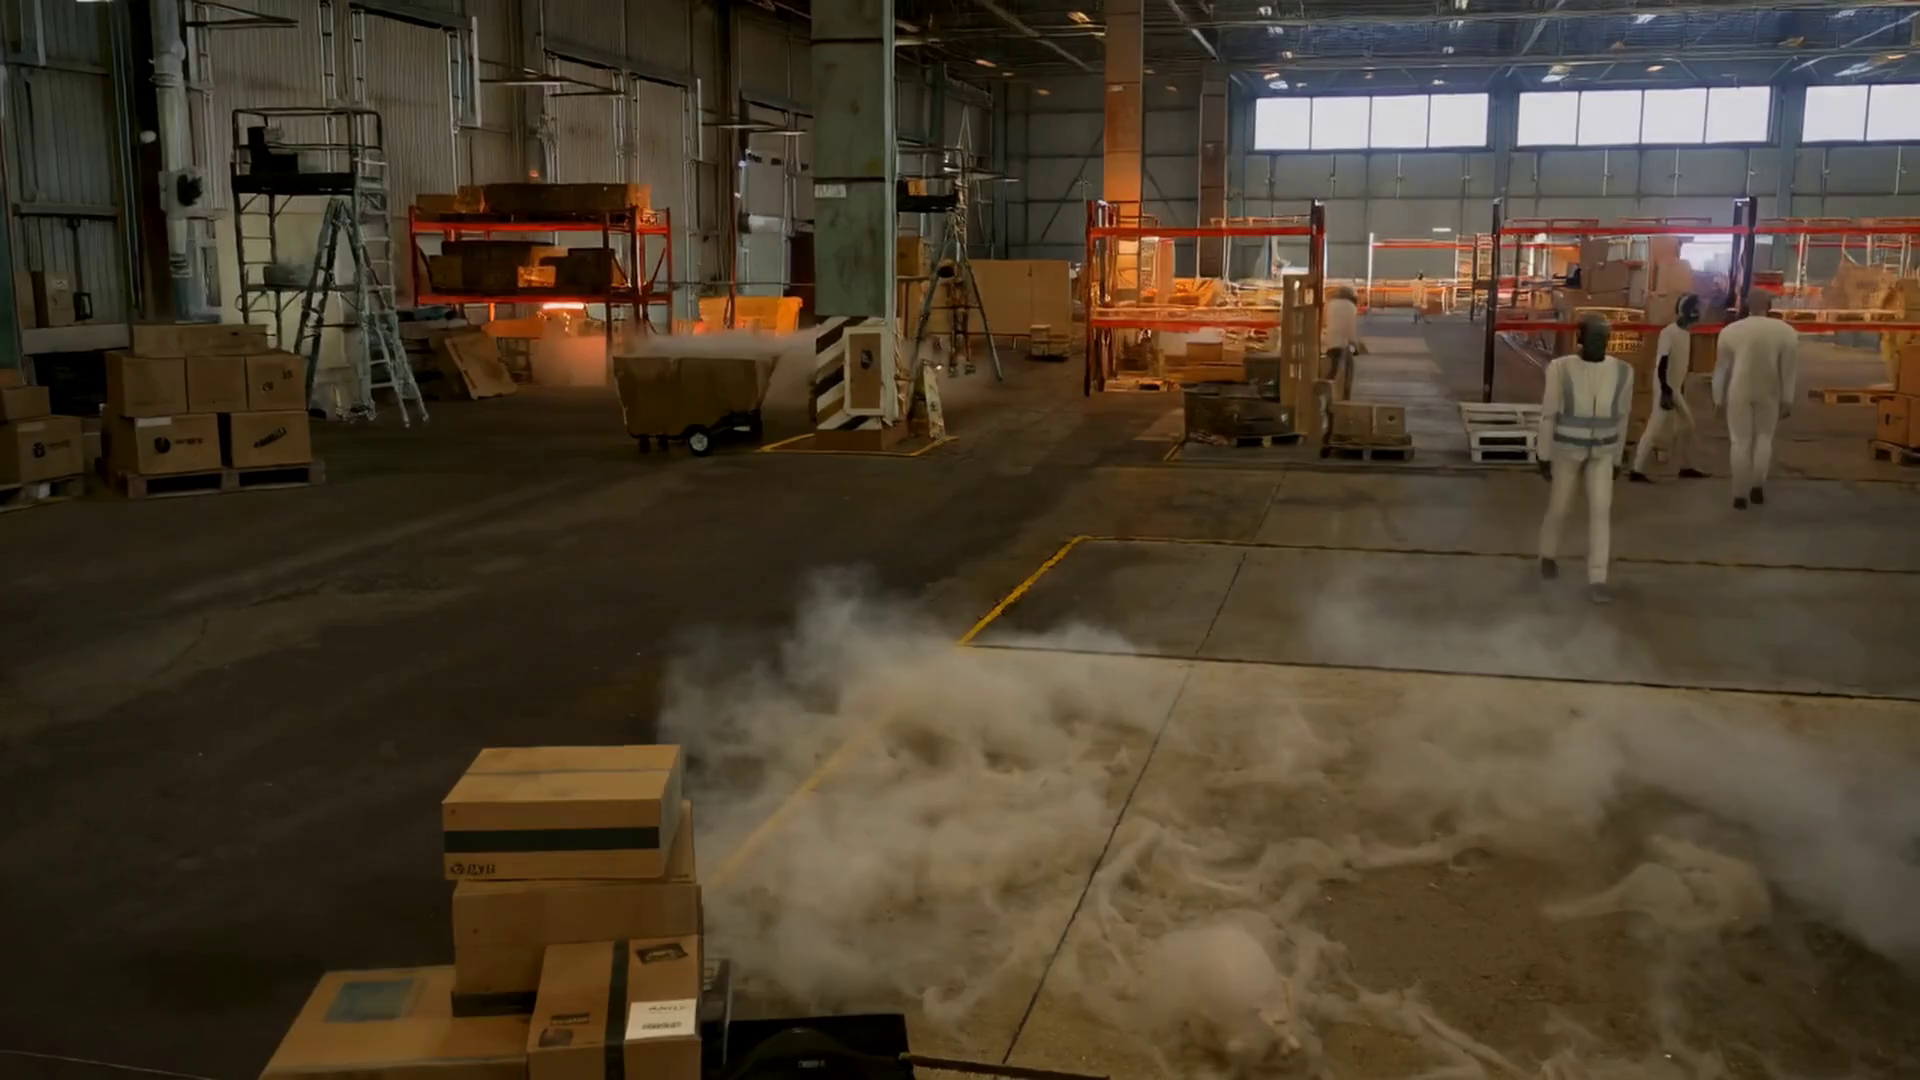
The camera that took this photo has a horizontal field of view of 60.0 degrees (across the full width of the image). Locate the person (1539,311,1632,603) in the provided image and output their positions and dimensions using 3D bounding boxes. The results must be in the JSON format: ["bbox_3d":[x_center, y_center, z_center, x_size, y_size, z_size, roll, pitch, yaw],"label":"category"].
[{"bbox_3d":[4.039,-0.571,10.833,0.578,1.850,0.920,1,10,5],"label":"person"}]

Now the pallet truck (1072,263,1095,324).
[{"bbox_3d":[4.325,-8.180,55.162,0.823,1.965,1.885,6,11,31],"label":"pallet truck"}]

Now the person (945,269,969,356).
[{"bbox_3d":[-0.077,-5.066,37.010,0.551,1.932,0.378,-1,10,-7],"label":"person"}]

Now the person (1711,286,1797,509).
[{"bbox_3d":[6.892,-1.236,14.489,0.660,1.921,0.545,4,10,21],"label":"person"}]

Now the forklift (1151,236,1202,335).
[{"bbox_3d":[5.866,-7.214,46.878,1.873,2.768,1.129,2,10,14],"label":"forklift"}]

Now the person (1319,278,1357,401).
[{"bbox_3d":[5.449,-2.851,24.097,0.795,1.890,0.586,-5,11,-29],"label":"person"}]

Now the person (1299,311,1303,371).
[{"bbox_3d":[6.681,-4.093,31.867,0.319,1.740,0.483,7,12,36],"label":"person"}]

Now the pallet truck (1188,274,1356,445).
[{"bbox_3d":[3.653,-2.138,19.590,1.885,1.965,0.823,-4,10,-20],"label":"pallet truck"}]

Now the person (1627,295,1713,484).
[{"bbox_3d":[6.933,-1.459,16.110,0.660,1.837,0.495,-8,13,-40],"label":"person"}]

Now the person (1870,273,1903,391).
[{"bbox_3d":[15.166,-3.385,27.150,0.367,1.932,0.622,6,11,32],"label":"person"}]

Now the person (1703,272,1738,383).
[{"bbox_3d":[13.123,-3.651,28.721,0.367,1.931,0.630,-3,10,-18],"label":"person"}]

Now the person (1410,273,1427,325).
[{"bbox_3d":[14.850,-7.811,53.911,0.536,1.691,0.368,0,10,3],"label":"person"}]

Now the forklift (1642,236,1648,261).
[{"bbox_3d":[20.818,-7.701,49.749,1.129,2.768,1.873,-2,10,-11],"label":"forklift"}]
